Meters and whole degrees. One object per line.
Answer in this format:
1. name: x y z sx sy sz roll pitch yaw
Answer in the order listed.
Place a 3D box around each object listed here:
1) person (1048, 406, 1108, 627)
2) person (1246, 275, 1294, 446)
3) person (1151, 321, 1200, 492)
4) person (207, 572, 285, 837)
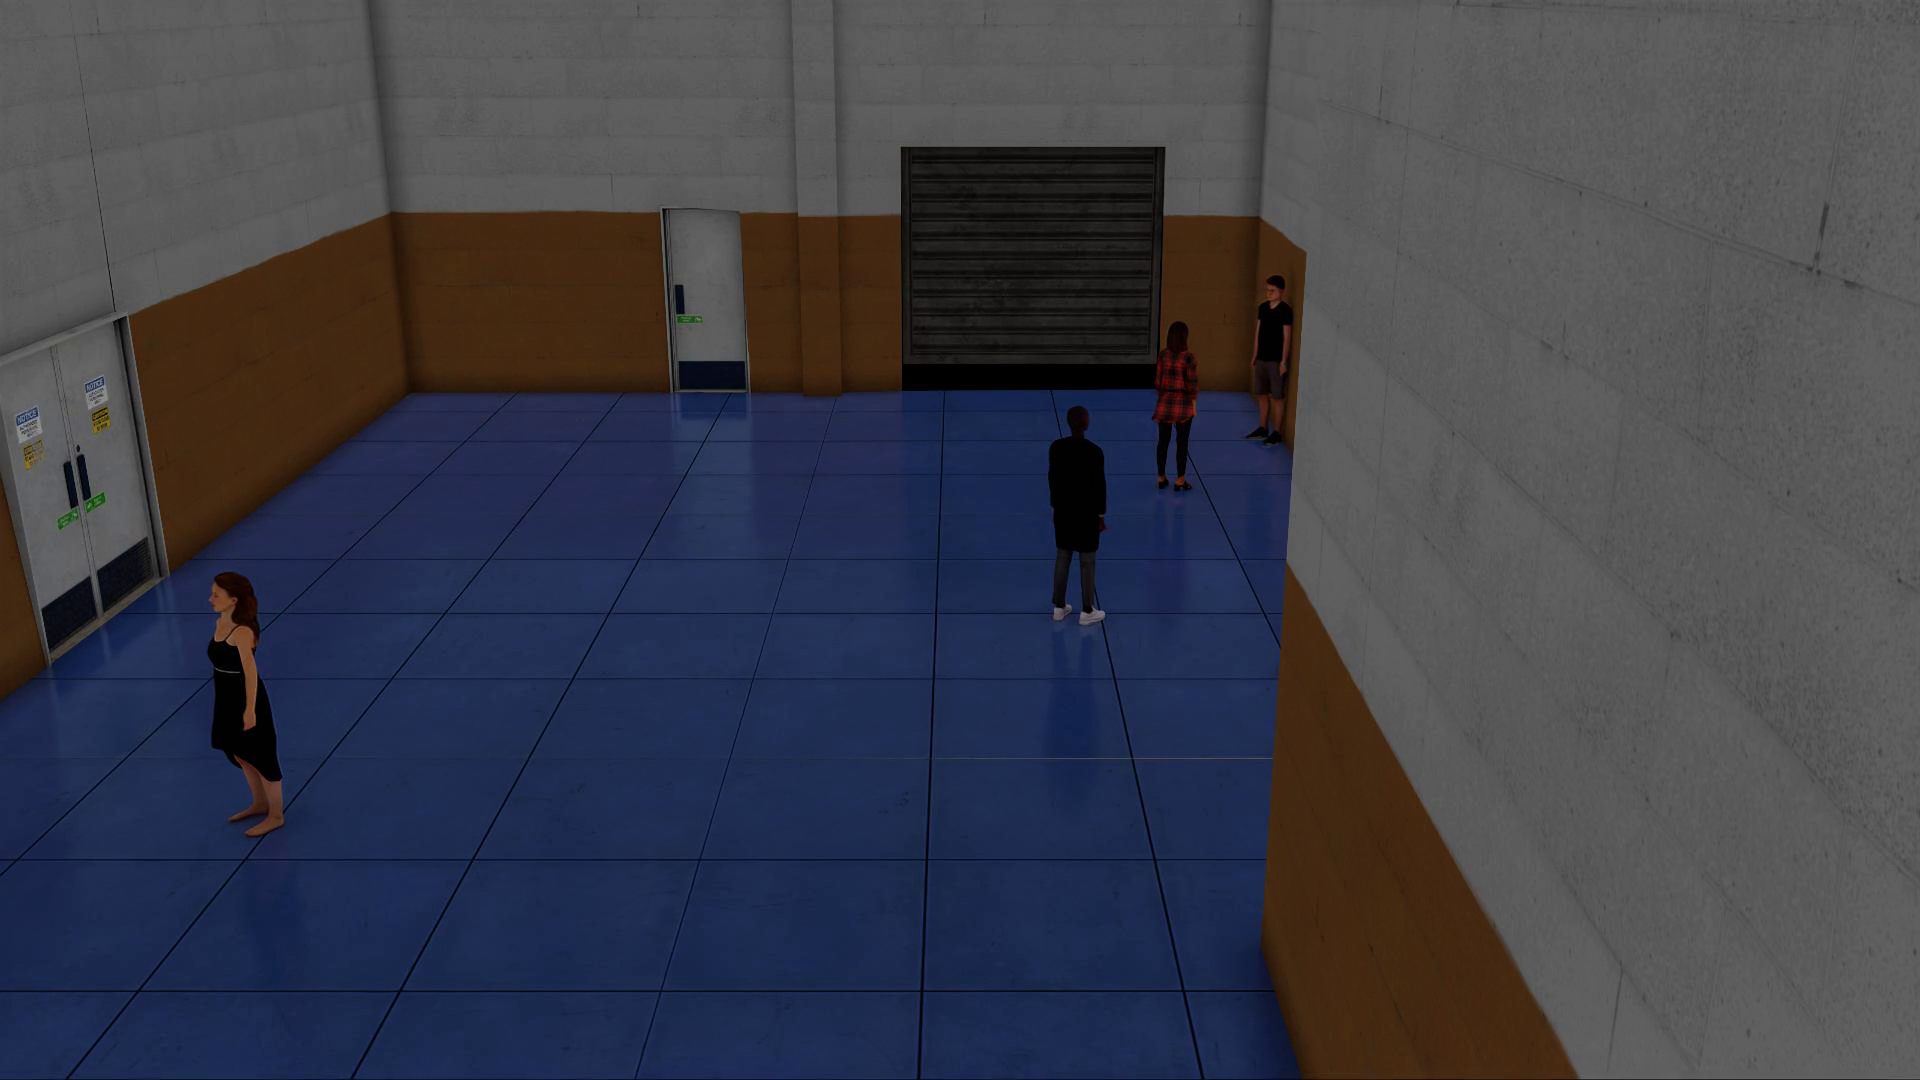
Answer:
1. person: 0.915 -0.201 13.126 0.677 1.761 0.790 11 22 30
2. person: 3.461 -1.999 18.303 0.789 1.860 0.770 -12 22 -31
3. person: 2.146 -1.339 16.592 0.677 1.702 0.767 13 23 34
4. person: -4.252 0.962 9.891 0.742 1.625 0.687 -16 25 -40
